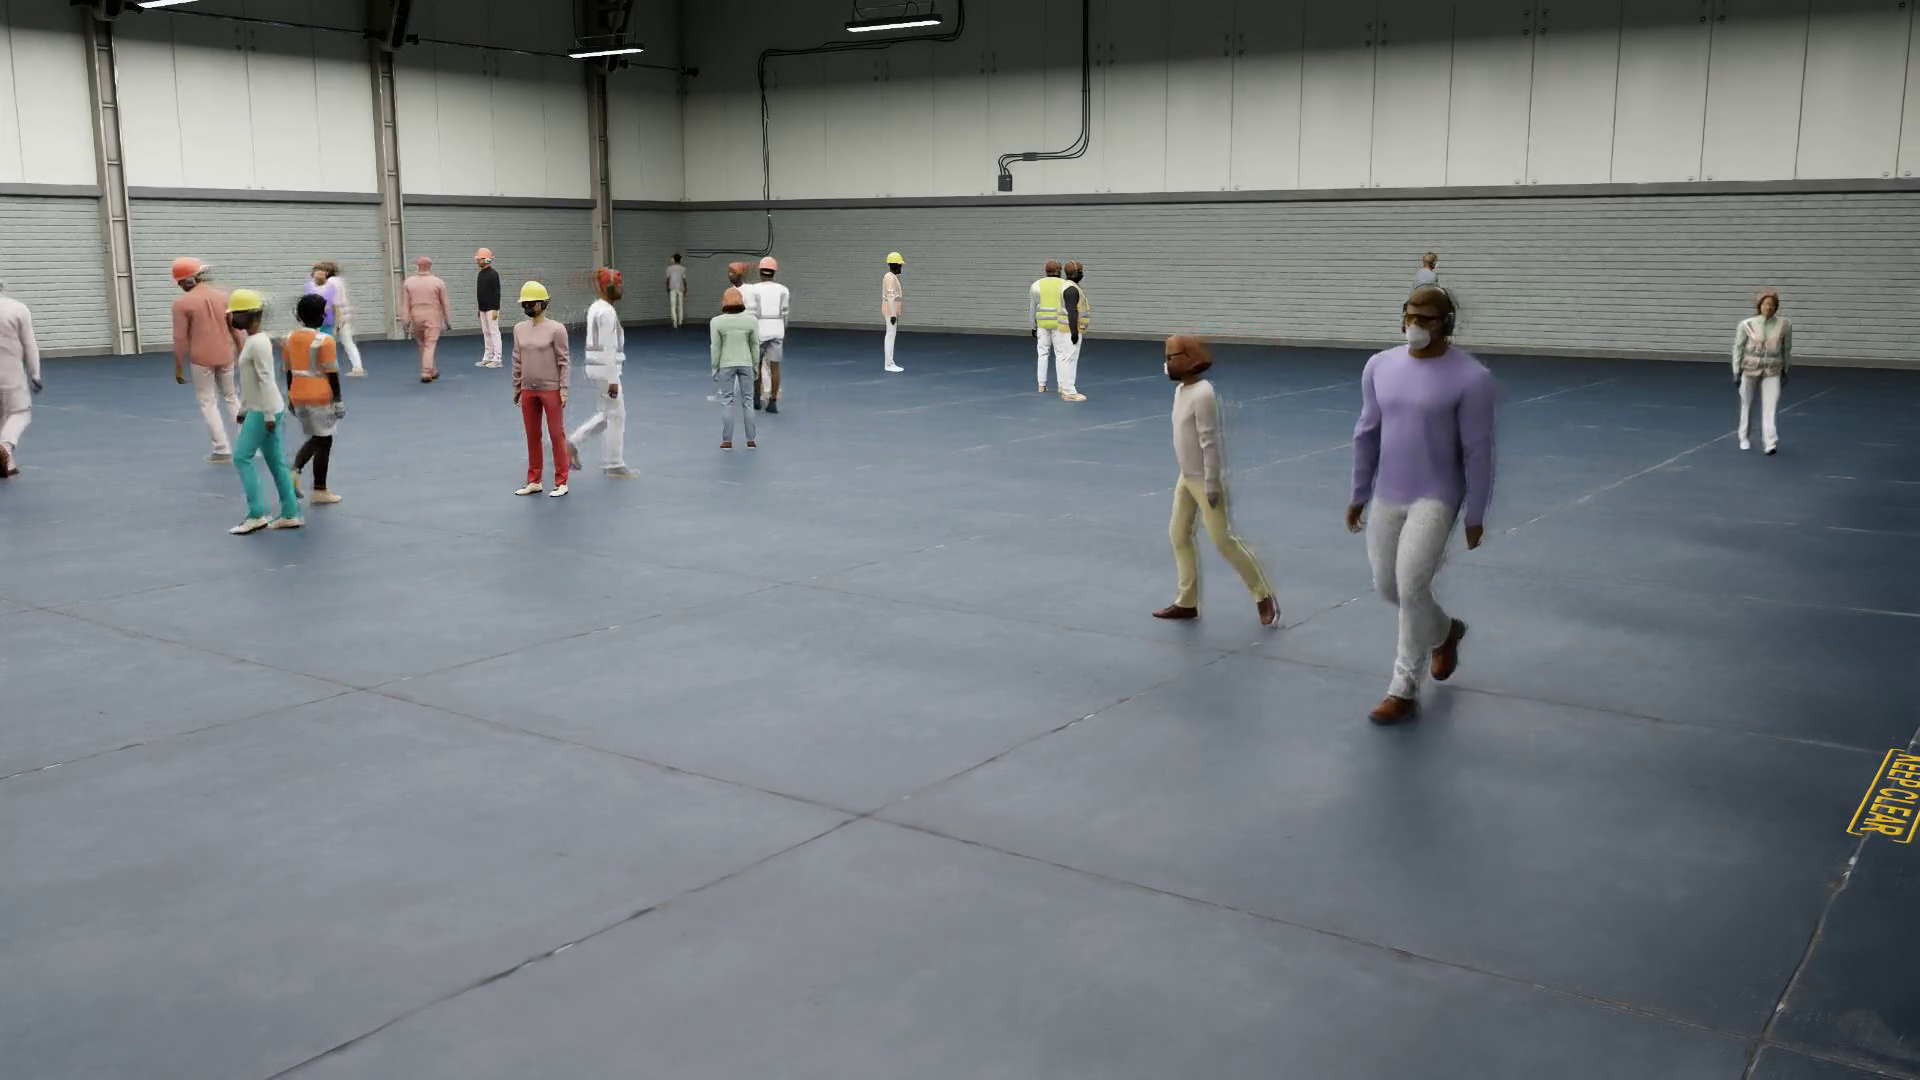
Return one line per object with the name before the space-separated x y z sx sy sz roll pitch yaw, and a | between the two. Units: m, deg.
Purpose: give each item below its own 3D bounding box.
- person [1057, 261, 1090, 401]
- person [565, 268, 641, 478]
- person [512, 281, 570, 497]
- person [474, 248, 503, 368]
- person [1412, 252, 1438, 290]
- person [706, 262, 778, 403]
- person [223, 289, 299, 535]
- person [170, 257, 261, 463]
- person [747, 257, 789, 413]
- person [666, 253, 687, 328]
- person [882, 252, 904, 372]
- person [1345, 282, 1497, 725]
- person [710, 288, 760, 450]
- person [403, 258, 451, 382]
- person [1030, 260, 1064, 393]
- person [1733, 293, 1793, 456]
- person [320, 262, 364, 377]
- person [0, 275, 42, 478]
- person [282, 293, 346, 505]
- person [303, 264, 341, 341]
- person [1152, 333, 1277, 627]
person | 1.504 -2.760 22.001 0.429 1.845 0.633 0 10 -1
person | -3.189 -1.459 14.664 0.609 1.867 0.610 -4 11 -22
person | -3.449 -1.229 13.644 0.533 1.767 0.325 4 11 20
person | -7.927 -3.890 27.904 0.382 1.996 0.608 -9 14 -42
person | 7.462 -3.642 26.676 0.378 1.940 0.629 -2 10 -10
person | -2.837 -2.712 21.785 1.025 1.830 0.566 -5 11 -28
person | -5.100 -0.916 11.949 0.621 1.746 0.524 -4 11 -22
person | -7.099 -1.689 15.710 0.510 1.946 0.658 7 12 33
person | -2.396 -2.546 20.624 0.558 1.897 0.843 -4 11 -19
person | -6.908 -6.070 40.518 0.521 1.853 0.749 -1 10 -8
person | -1.083 -3.700 27.031 0.374 1.928 0.584 0 10 0
person | 2.076 -0.182 7.373 0.812 1.913 0.630 -8 13 -40
person | -2.265 -1.724 16.787 0.499 1.633 0.289 -3 11 -17
person | -8.009 -3.312 25.062 0.663 1.855 1.024 0 10 3
person | 1.297 -2.974 23.214 0.633 1.839 0.429 3 11 17
person | 7.926 -1.645 16.465 0.535 1.587 0.875 3 11 17
person | -9.741 -3.399 25.740 0.968 1.786 0.648 -1 10 -4
person | -8.450 -1.460 14.591 0.647 1.884 0.780 -2 10 -10
person | -5.108 -1.103 13.155 0.542 1.679 0.393 6 12 29
person | -9.207 -3.088 24.022 0.573 1.771 0.949 -1 10 -3
person | 1.410 -0.331 9.099 0.619 1.602 0.533 -2 10 -10
